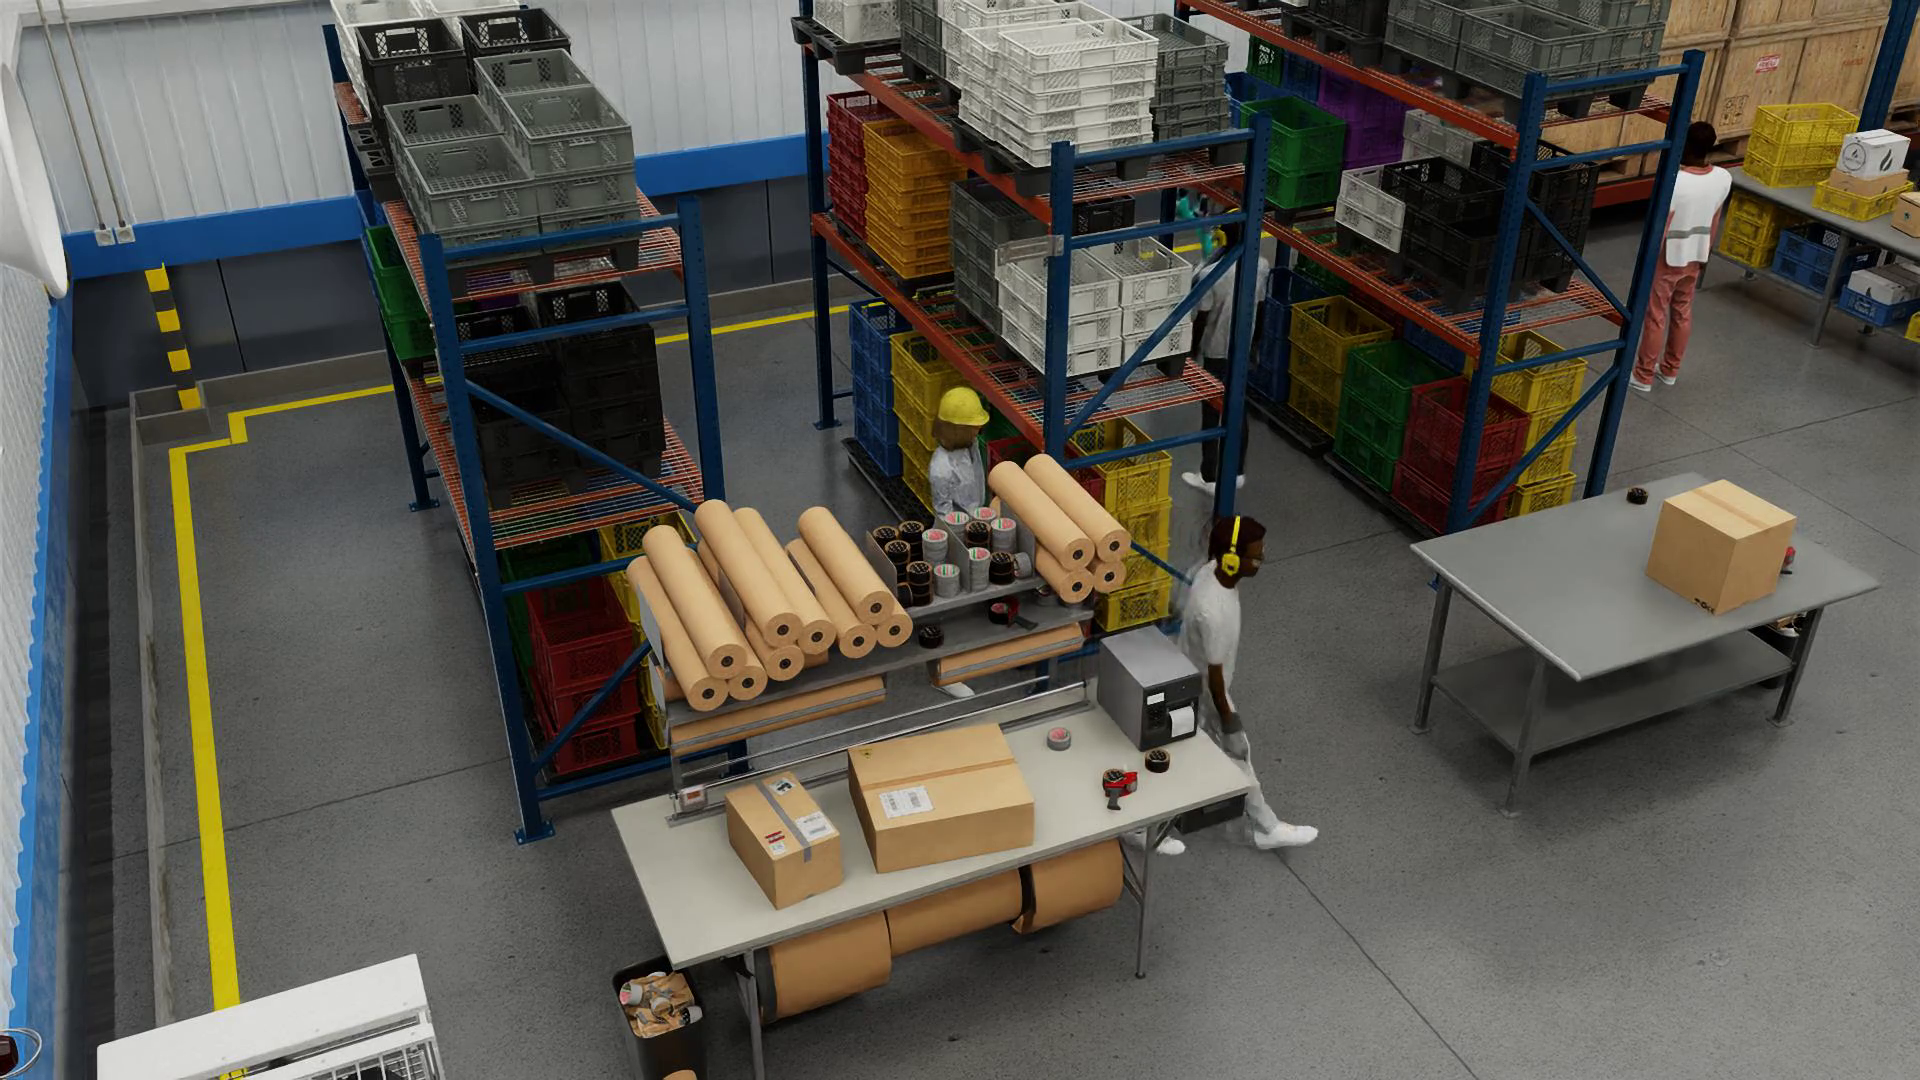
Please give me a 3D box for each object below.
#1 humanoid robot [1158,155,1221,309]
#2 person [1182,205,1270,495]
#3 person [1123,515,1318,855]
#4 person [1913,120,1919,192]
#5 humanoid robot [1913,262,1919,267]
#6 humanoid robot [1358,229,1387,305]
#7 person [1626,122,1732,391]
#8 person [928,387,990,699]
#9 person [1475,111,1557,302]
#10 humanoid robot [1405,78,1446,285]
[{"bbox_3d":[1.931,-2.668,12.926,0.533,1.765,0.979,23,38,33],"label":"humanoid robot"},{"bbox_3d":[1.653,-1.168,10.351,0.504,1.863,0.327,-13,34,-20],"label":"person"},{"bbox_3d":[1.184,0.711,7.330,0.937,1.827,0.520,10,33,16],"label":"person"},{"bbox_3d":[8.319,-3.420,13.909,0.614,1.985,1.033,20,37,29],"label":"person"},{"bbox_3d":[7.963,-2.755,13.134,0.610,1.625,0.659,0,32,-1],"label":"humanoid robot"},{"bbox_3d":[3.248,-2.248,12.300,0.595,1.638,0.662,-7,32,-11],"label":"humanoid robot"},{"bbox_3d":[4.974,-1.948,11.564,0.589,1.916,0.398,-12,34,-18],"label":"person"},{"bbox_3d":[0.005,0.004,8.556,0.295,1.743,0.491,10,33,15],"label":"person"},{"bbox_3d":[4.269,-2.639,12.797,0.948,1.791,0.519,1,32,2],"label":"person"},{"bbox_3d":[3.854,-2.717,13.002,0.903,1.774,0.567,-2,32,-4],"label":"humanoid robot"}]
